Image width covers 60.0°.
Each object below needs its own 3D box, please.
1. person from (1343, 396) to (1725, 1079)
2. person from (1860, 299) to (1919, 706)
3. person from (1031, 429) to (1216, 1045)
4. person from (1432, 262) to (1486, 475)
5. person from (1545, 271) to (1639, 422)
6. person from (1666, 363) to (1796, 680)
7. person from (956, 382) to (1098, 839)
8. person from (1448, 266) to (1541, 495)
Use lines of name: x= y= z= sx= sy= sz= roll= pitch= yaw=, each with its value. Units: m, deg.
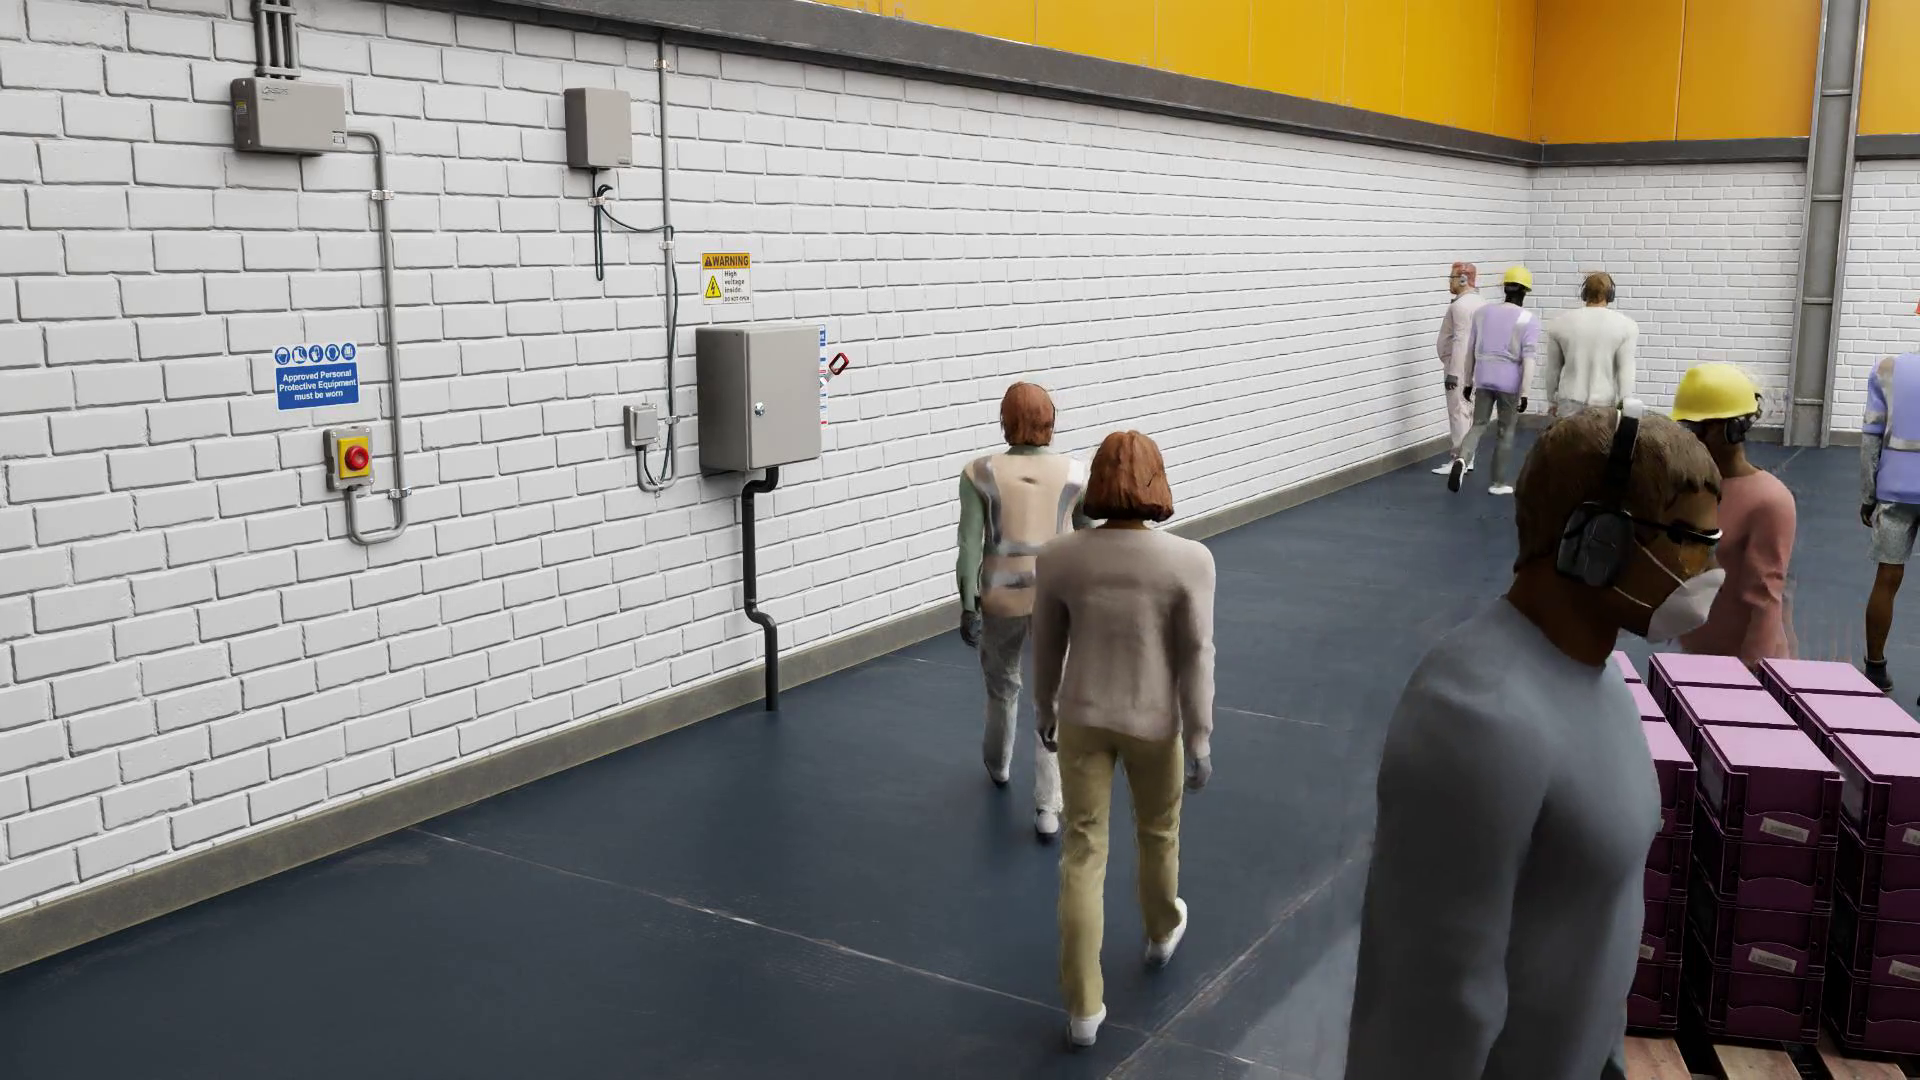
person: x=0.729 y=0.779 z=2.097 sx=0.573 sy=1.912 sz=0.650 roll=6 pitch=12 yaw=29
person: x=4.375 y=-0.213 z=7.530 sx=0.356 sy=1.937 sz=0.552 roll=-9 pitch=14 yaw=-42
person: x=0.450 y=0.495 z=4.557 sx=0.520 sy=1.588 sz=0.839 roll=3 pitch=11 yaw=16
person: x=4.486 y=-1.538 z=14.962 sx=0.408 sy=1.905 sz=0.654 roll=6 pitch=12 yaw=30
person: x=4.550 y=-1.001 z=12.070 sx=0.645 sy=1.886 sz=1.062 roll=6 pitch=12 yaw=32
person: x=2.265 y=0.345 z=4.966 sx=0.439 sy=1.749 sz=0.544 roll=-3 pitch=11 yaw=-16
person: x=0.249 y=0.226 z=6.069 sx=0.537 sy=1.590 sz=0.872 roll=-1 pitch=10 yaw=-3
person: x=4.338 y=-1.271 z=13.532 sx=0.651 sy=1.888 sz=0.747 roll=10 pitch=14 yaw=43
